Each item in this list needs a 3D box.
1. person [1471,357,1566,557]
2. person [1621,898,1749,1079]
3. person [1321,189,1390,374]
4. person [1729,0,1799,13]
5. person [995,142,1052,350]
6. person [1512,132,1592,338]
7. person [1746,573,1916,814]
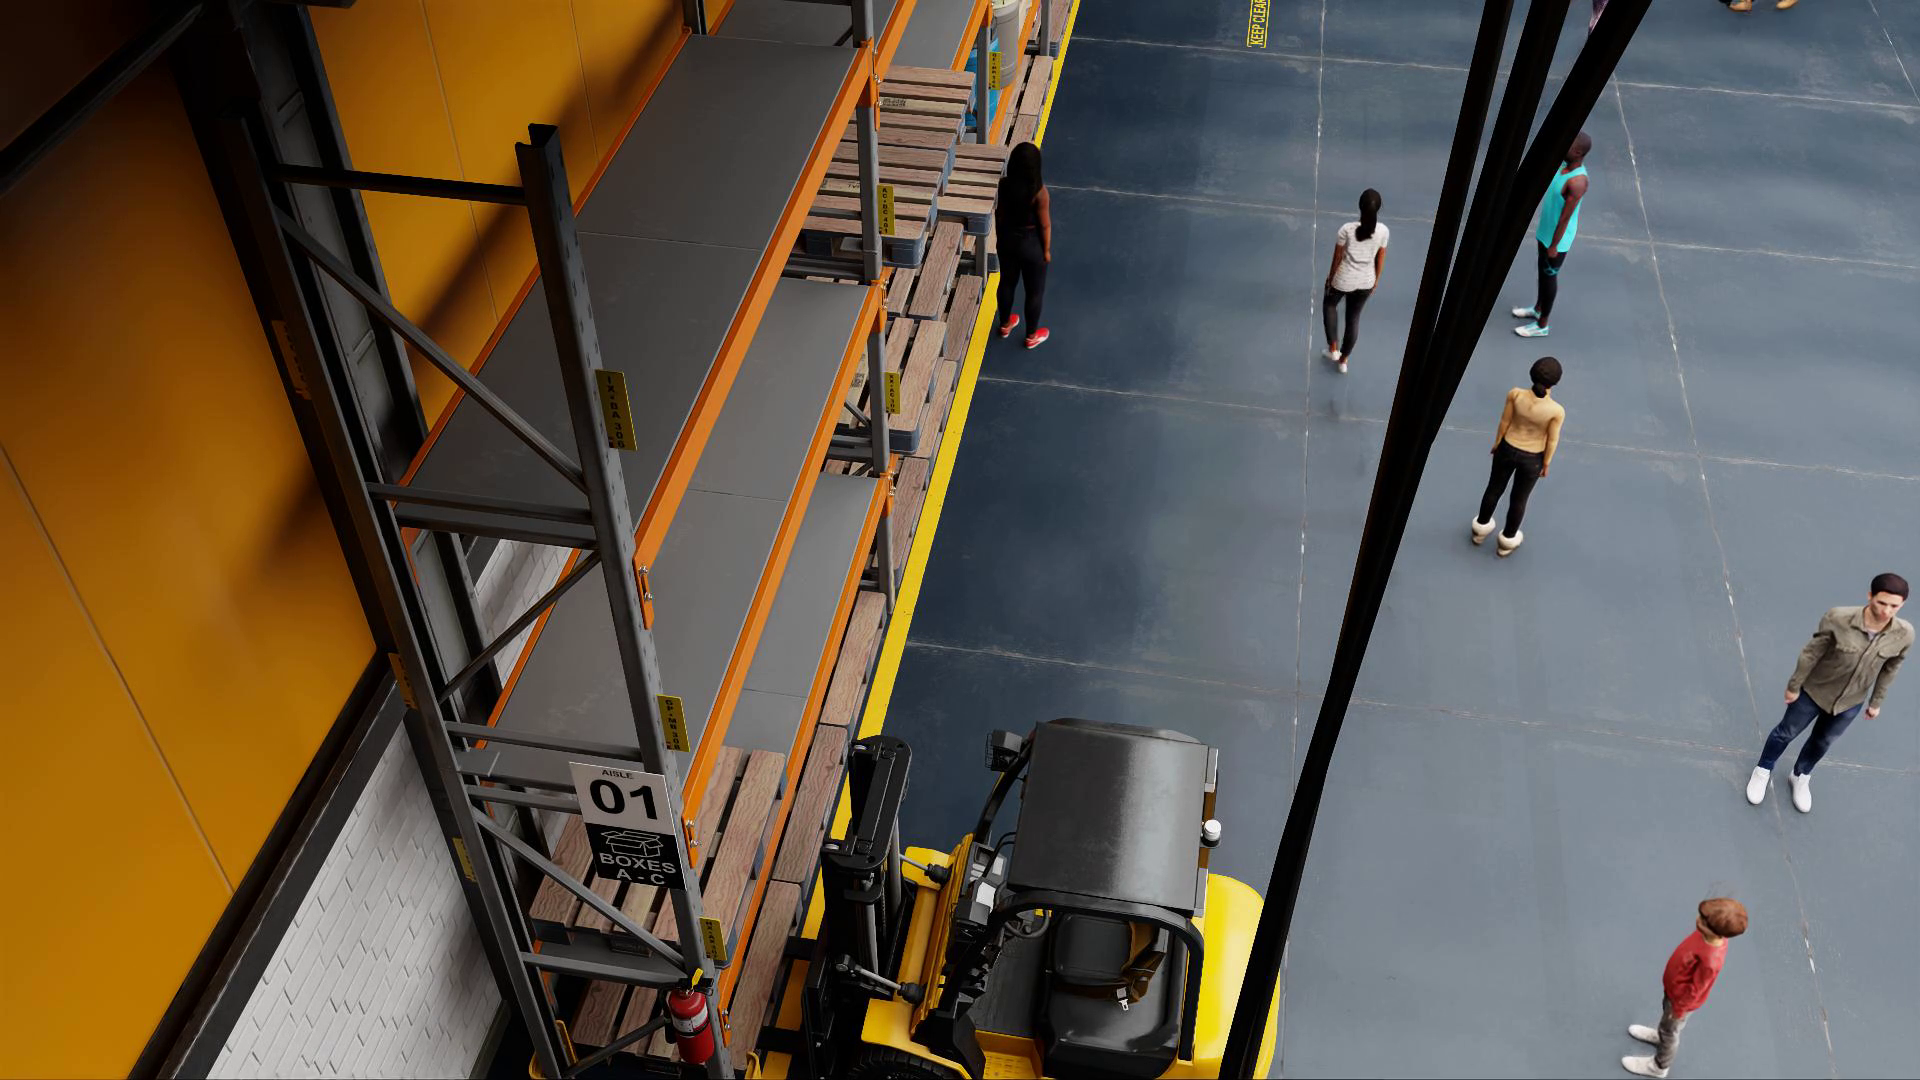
[{"bbox_3d":[3.917,-0.597,11.635,0.651,1.660,0.661,25,49,24],"label":"person"},{"bbox_3d":[3.842,2.329,8.740,0.621,1.417,0.472,17,46,17],"label":"person"},{"bbox_3d":[3.108,-1.991,13.116,0.623,1.635,0.625,0,44,0],"label":"person"},{"bbox_3d":[8.962,-6.438,17.749,1.074,1.683,1.161,-14,45,-14],"label":"person"},{"bbox_3d":[0.506,-2.373,13.386,0.749,1.816,0.747,24,49,23],"label":"person"},{"bbox_3d":[4.857,-2.478,13.504,0.674,1.806,0.467,4,44,4],"label":"person"},{"bbox_3d":[5.211,0.887,9.929,0.719,1.864,0.608,11,45,11],"label":"person"}]
